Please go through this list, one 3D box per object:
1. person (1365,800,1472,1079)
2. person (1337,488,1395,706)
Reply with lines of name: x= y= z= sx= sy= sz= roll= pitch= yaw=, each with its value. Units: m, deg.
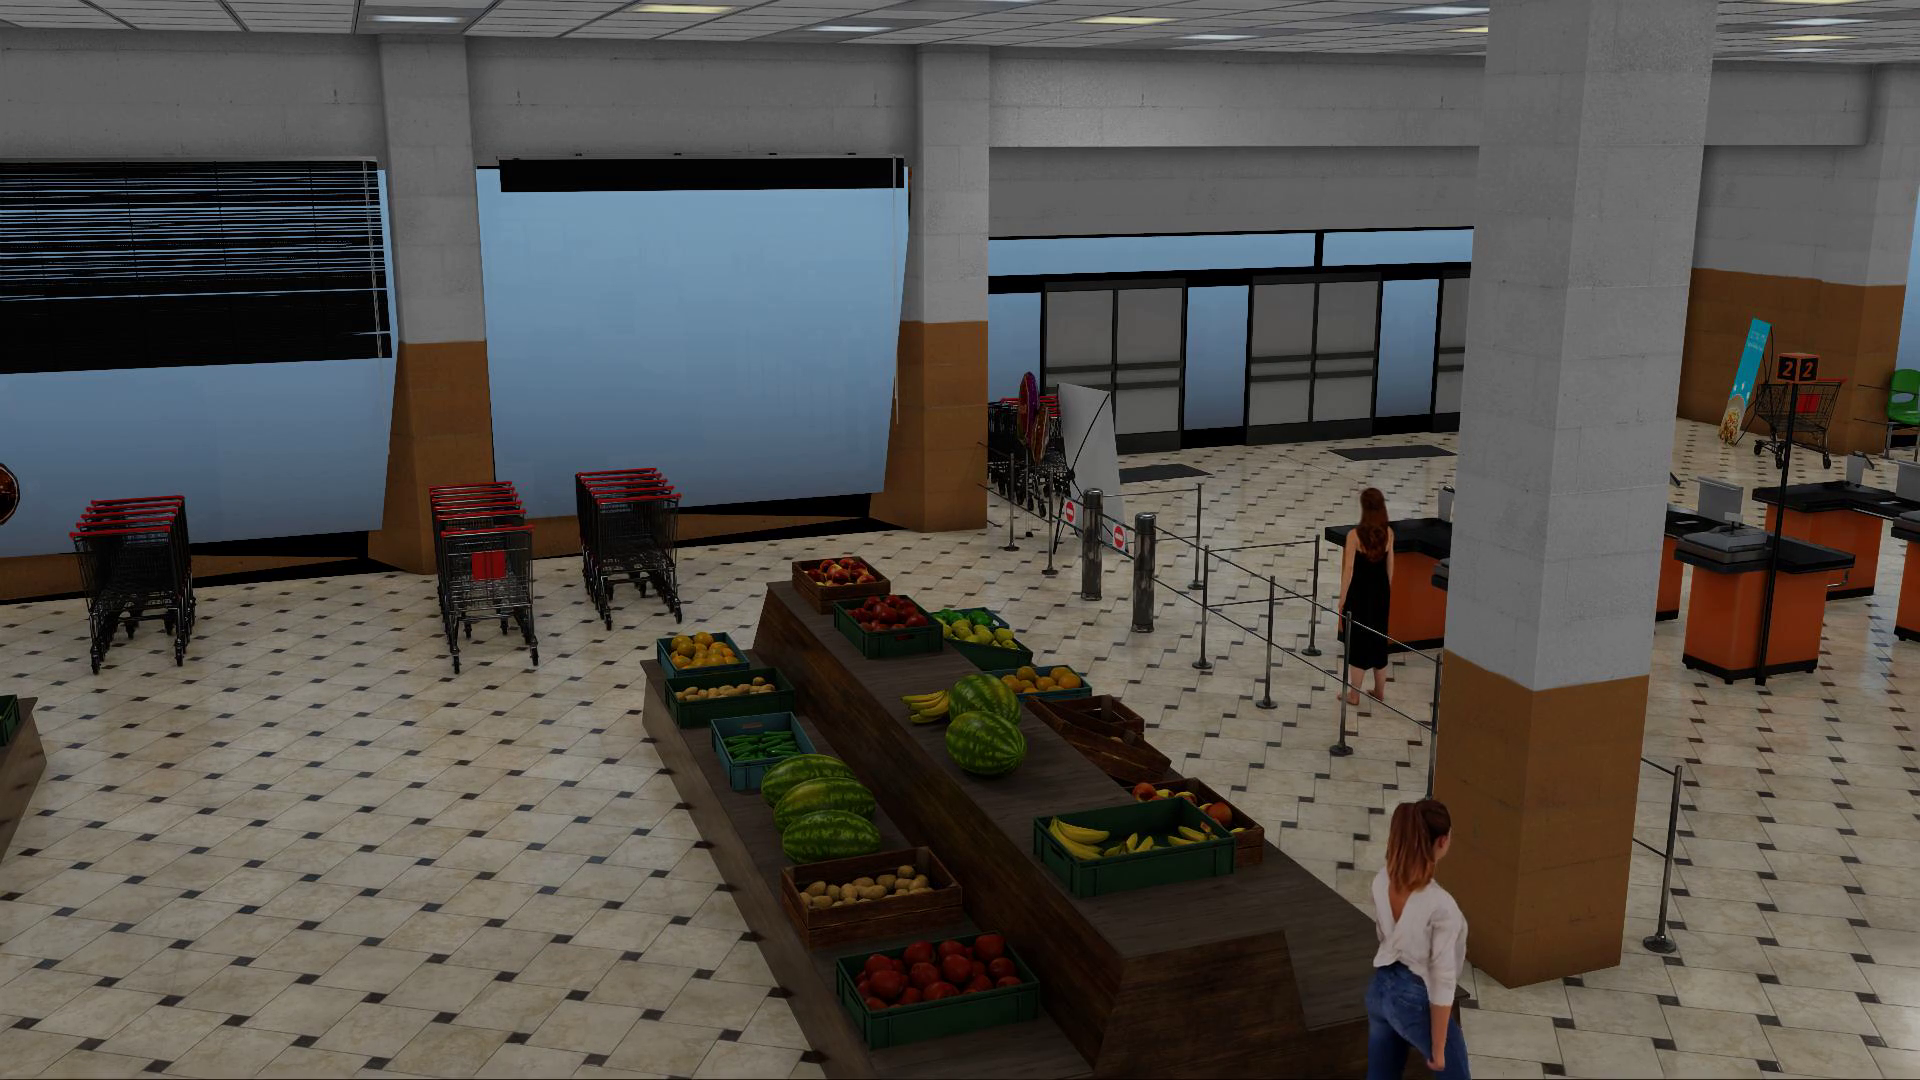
person: x=1.627 y=1.825 z=6.273 sx=0.749 sy=1.696 sz=0.937 roll=-6 pitch=15 yaw=-25
person: x=3.002 y=0.414 z=12.239 sx=0.570 sy=1.626 sz=0.561 roll=-4 pitch=14 yaw=-17
